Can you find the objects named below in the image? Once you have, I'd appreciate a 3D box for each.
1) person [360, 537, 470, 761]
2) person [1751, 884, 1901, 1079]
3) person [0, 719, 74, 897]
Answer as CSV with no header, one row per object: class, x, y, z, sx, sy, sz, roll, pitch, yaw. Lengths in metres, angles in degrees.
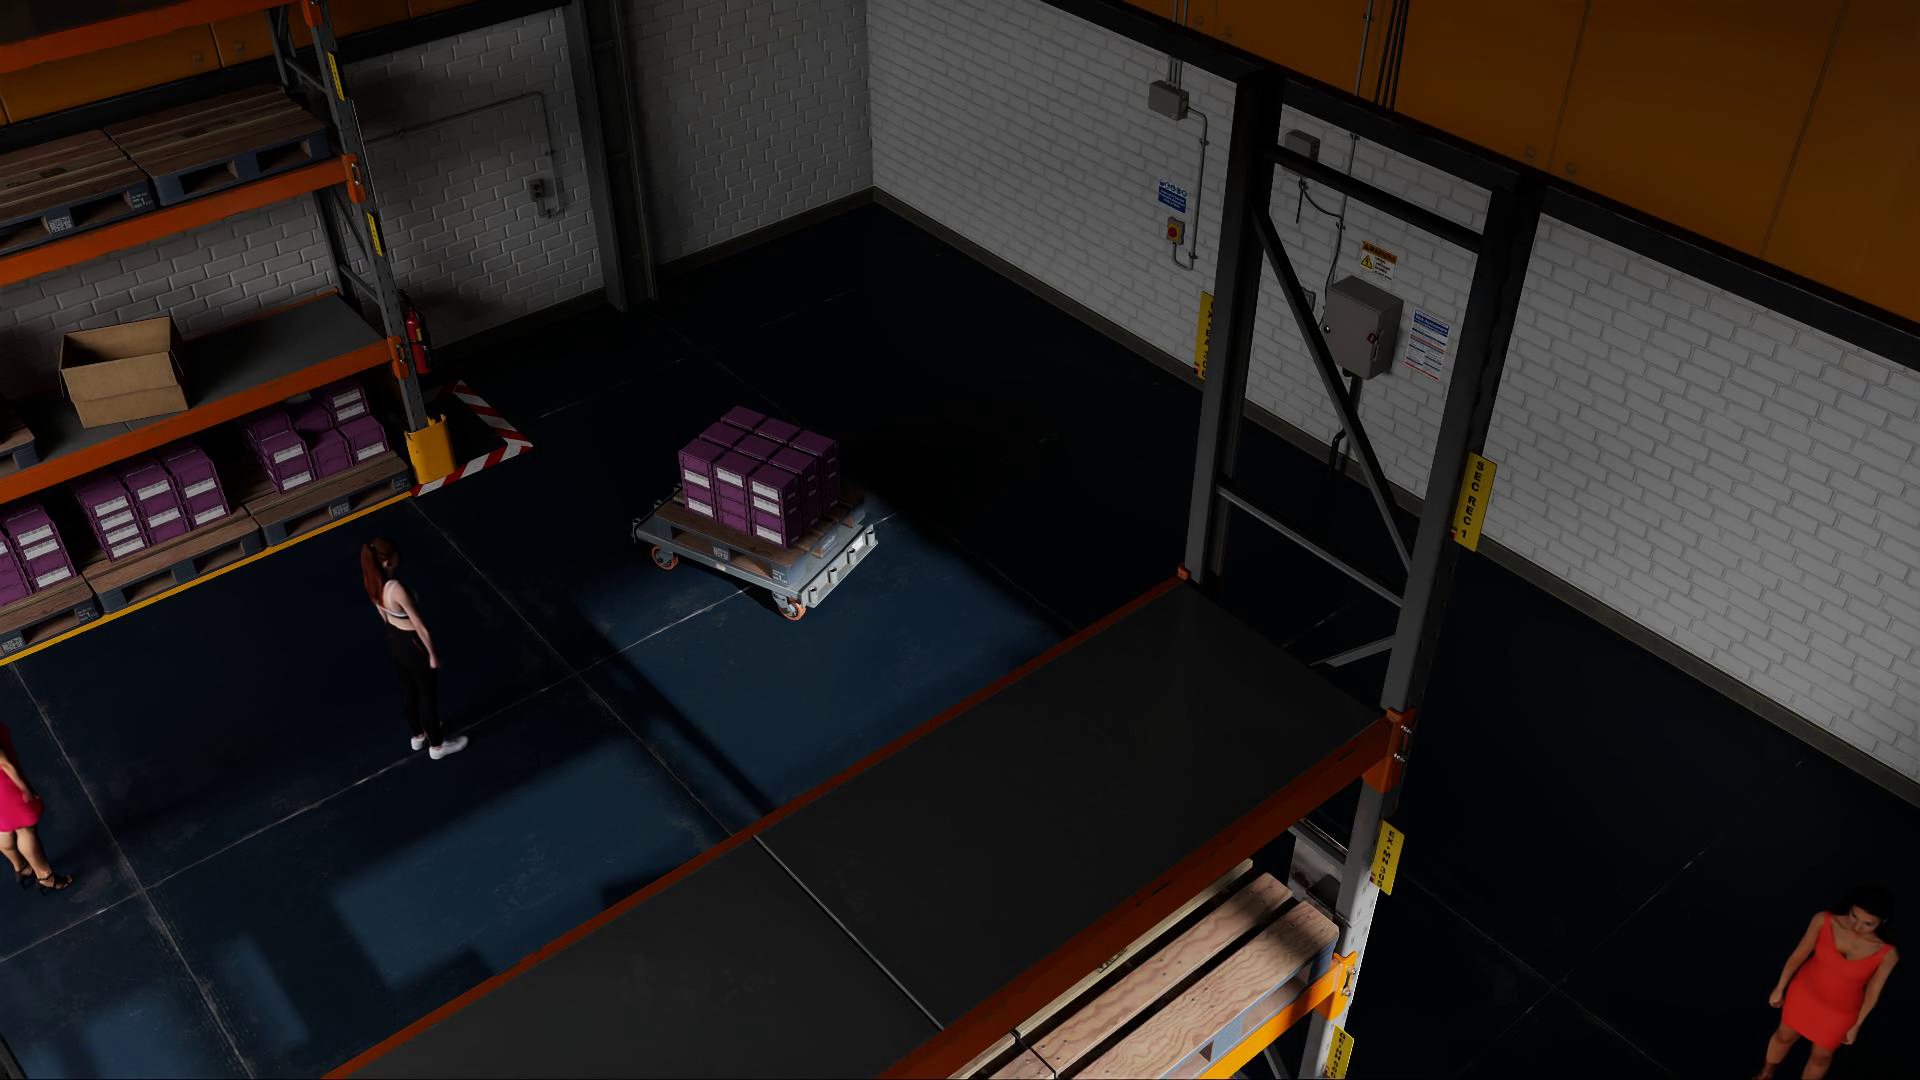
person,-3.509,0.688,10.571,0.627,1.740,0.583,26,46,29
person,4.427,2.345,8.513,0.617,1.720,0.585,28,47,31
person,-5.620,1.408,9.680,0.657,1.727,0.672,15,41,18
